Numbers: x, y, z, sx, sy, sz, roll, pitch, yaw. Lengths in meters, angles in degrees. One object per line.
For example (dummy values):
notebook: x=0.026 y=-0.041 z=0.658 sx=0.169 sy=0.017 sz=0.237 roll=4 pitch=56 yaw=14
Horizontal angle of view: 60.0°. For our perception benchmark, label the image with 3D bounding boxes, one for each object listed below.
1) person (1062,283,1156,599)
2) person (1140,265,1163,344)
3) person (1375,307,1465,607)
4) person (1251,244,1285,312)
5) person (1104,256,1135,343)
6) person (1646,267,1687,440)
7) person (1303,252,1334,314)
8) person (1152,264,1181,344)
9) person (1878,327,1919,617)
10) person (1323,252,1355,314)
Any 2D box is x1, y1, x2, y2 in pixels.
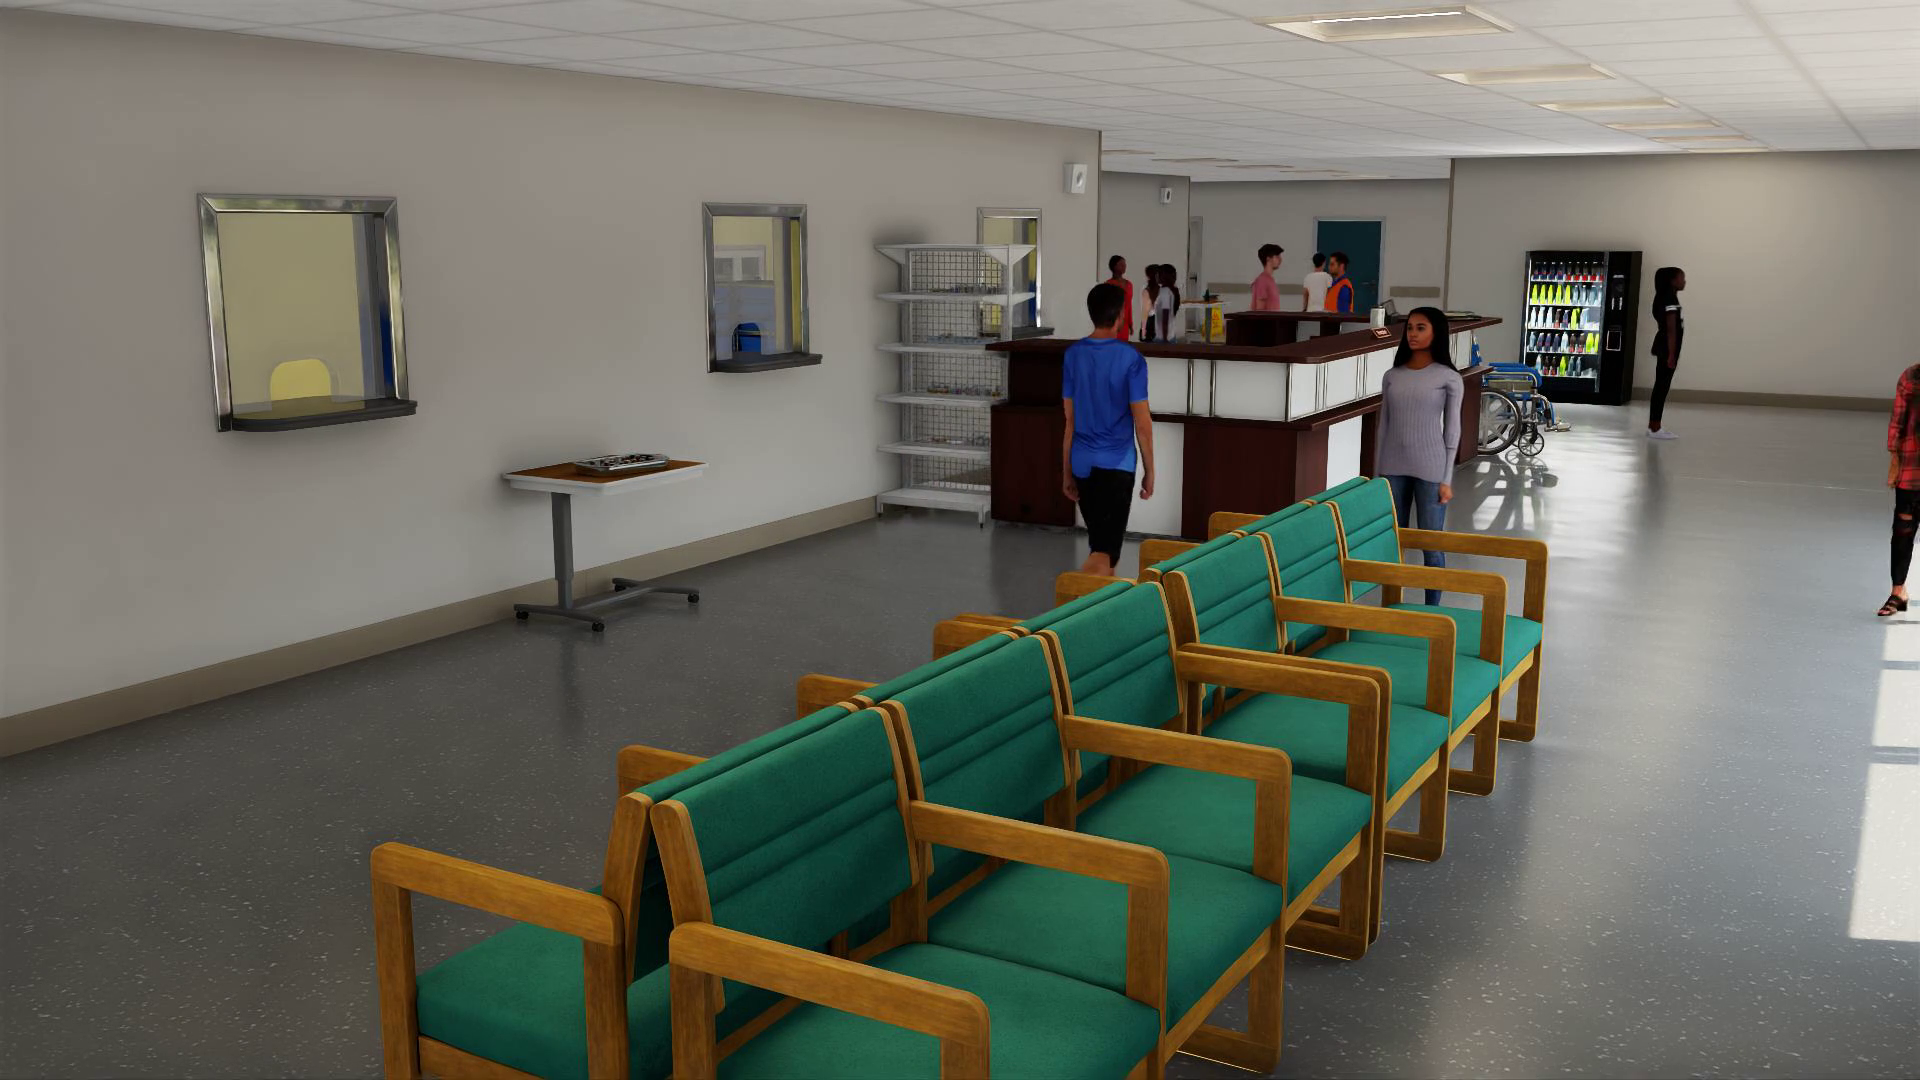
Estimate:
person: x=0.674 y=-0.319 z=8.284 sx=1.149 sy=1.833 sz=0.695 roll=7 pitch=13 yaw=31
person: x=2.519 y=-2.663 z=21.174 sx=0.786 sy=1.632 sz=0.953 roll=-7 pitch=13 yaw=-34
person: x=2.394 y=-0.352 z=8.716 sx=0.521 sy=1.736 sz=0.699 roll=9 pitch=14 yaw=39
person: x=3.053 y=-2.078 z=17.317 sx=1.208 sy=1.920 sz=0.864 roll=3 pitch=11 yaw=15
person: x=1.887 y=-2.528 z=20.064 sx=0.698 sy=1.782 sz=0.700 roll=-8 pitch=14 yaw=-38
person: x=7.205 y=-1.910 z=16.948 sx=0.616 sy=1.729 sz=0.660 roll=3 pitch=11 yaw=17
person: x=5.438 y=-3.504 z=25.380 sx=1.101 sy=1.685 sz=0.887 roll=10 pitch=15 yaw=43
person: x=2.395 y=-2.245 z=18.830 sx=1.186 sy=1.685 sz=0.817 roll=3 pitch=11 yaw=15
person: x=5.290 y=-0.380 z=8.973 sx=0.532 sy=1.696 sz=0.722 roll=6 pitch=12 yaw=27
person: x=4.229 y=-2.213 z=18.236 sx=1.238 sy=1.843 sz=1.056 roll=0 pitch=11 yaw=-1
